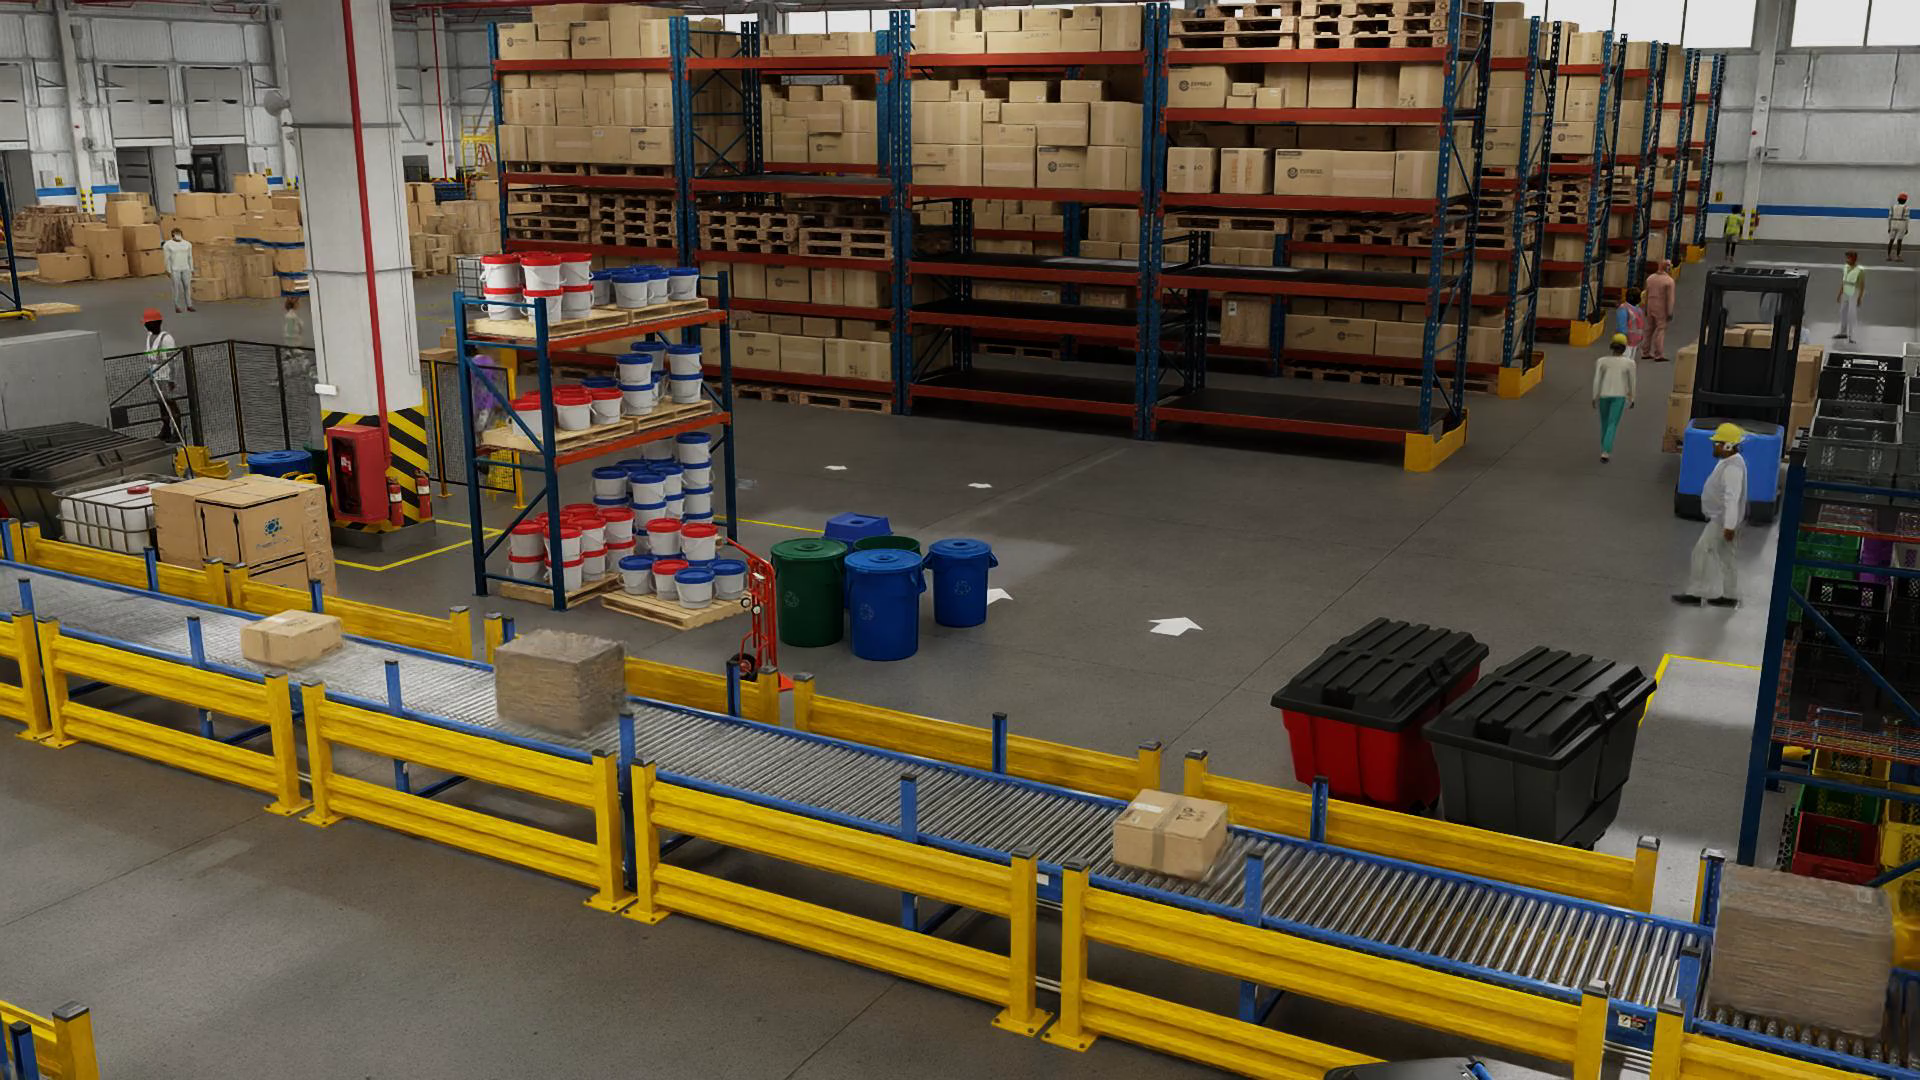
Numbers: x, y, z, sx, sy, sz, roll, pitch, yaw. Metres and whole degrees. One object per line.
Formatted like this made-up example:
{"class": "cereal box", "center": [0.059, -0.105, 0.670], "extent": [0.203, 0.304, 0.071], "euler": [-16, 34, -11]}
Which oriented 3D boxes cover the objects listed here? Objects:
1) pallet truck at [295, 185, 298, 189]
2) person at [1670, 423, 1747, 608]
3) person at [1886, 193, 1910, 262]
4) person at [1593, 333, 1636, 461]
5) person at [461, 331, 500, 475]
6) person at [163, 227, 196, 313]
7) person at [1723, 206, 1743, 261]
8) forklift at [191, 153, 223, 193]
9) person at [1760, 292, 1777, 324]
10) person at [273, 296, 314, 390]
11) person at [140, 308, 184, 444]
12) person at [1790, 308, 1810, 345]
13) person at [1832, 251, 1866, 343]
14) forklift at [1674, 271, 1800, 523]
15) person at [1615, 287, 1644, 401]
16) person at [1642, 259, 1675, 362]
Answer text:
{"class": "pallet truck", "center": [-26.804, -14.617, 69.738], "extent": [1.885, 1.965, 0.823], "euler": [-14, 20, -42]}
{"class": "person", "center": [7.235, -0.236, 16.024], "extent": [0.743, 1.806, 0.626], "euler": [6, 16, 23]}
{"class": "person", "center": [28.286, -9.423, 50.128], "extent": [0.379, 2.044, 0.607], "euler": [-11, 18, -35]}
{"class": "person", "center": [8.903, -1.950, 22.676], "extent": [0.533, 1.730, 0.925], "euler": [9, 17, 29]}
{"class": "person", "center": [-6.272, -1.757, 21.558], "extent": [0.646, 1.905, 0.566], "euler": [4, 15, 15]}
{"class": "person", "center": [-17.912, -6.199, 38.208], "extent": [0.632, 1.940, 0.372], "euler": [-14, 20, -42]}
{"class": "person", "center": [23.414, -9.292, 50.390], "extent": [0.533, 1.654, 0.878], "euler": [8, 17, 27]}
{"class": "forklift", "center": [-27.850, -12.924, 61.683], "extent": [1.873, 2.768, 1.129], "euler": [8, 17, 28]}
{"class": "person", "center": [14.639, -3.911, 30.191], "extent": [0.266, 1.631, 0.507], "euler": [14, 20, 42]}
{"class": "person", "center": [-11.214, -3.302, 27.961], "extent": [0.837, 1.603, 0.526], "euler": [-4, 16, -16]}
{"class": "person", "center": [-11.372, -2.333, 23.674], "extent": [0.547, 1.938, 0.379], "euler": [9, 17, 31]}
{"class": "person", "center": [12.858, -2.753, 25.724], "extent": [0.370, 1.683, 0.554], "euler": [-10, 18, -32]}
{"class": "person", "center": [18.055, -4.920, 33.653], "extent": [0.429, 1.819, 0.840], "euler": [0, 15, -1]}
{"class": "forklift", "center": [9.269, -1.763, 19.726], "extent": [1.129, 2.768, 1.873], "euler": [8, 17, 27]}
{"class": "person", "center": [10.902, -3.199, 27.115], "extent": [0.429, 1.844, 0.626], "euler": [13, 19, 39]}
{"class": "person", "center": [13.111, -4.298, 31.145], "extent": [0.398, 1.899, 0.649], "euler": [-6, 16, -23]}
